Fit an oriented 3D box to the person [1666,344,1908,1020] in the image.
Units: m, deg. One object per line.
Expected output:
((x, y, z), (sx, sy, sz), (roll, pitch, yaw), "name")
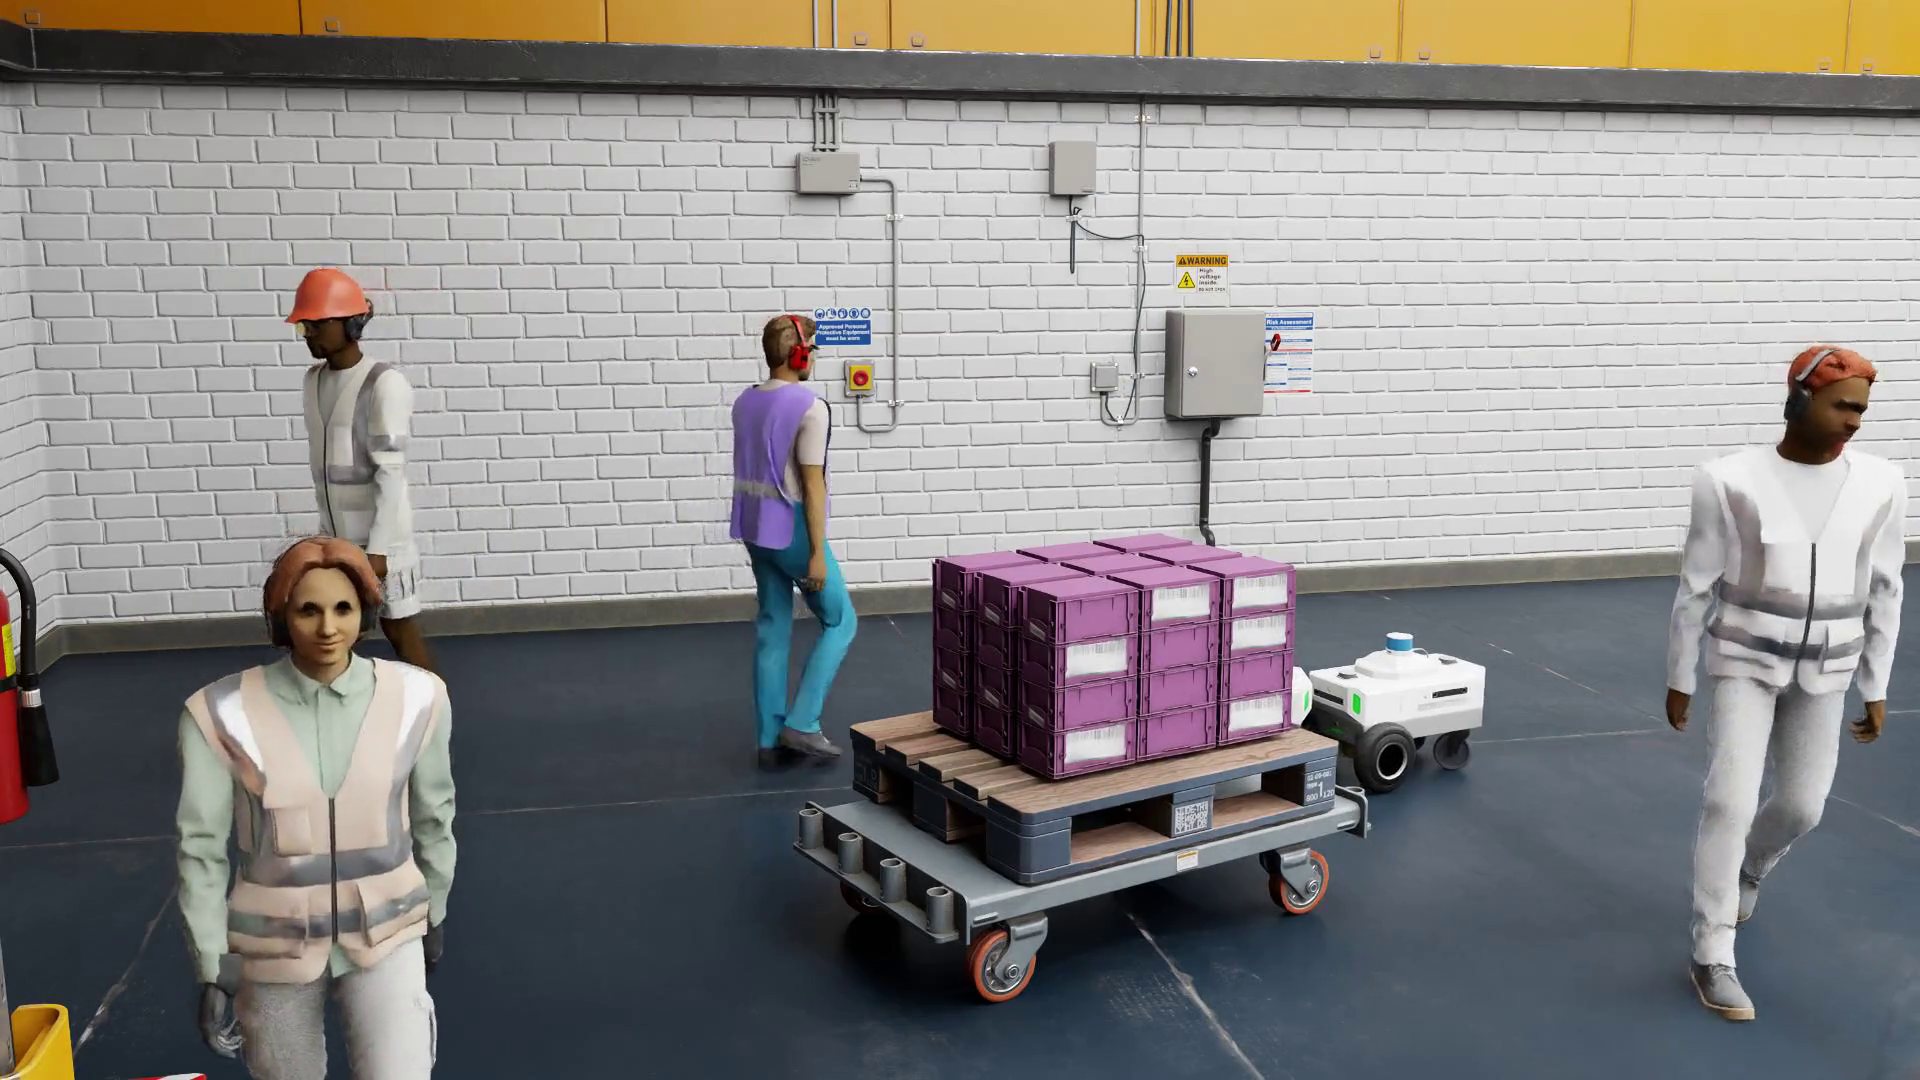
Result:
((2.327, 0.361, 4.773), (0.594, 1.859, 0.771), (1, 10, 7), "person")

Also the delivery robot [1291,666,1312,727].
((1.019, 0.630, 6.598), (0.707, 0.478, 0.477), (0, 10, 2), "delivery robot")

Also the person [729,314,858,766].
((-0.672, 0.013, 6.719), (0.491, 1.828, 0.574), (-9, 14, -42), "person")

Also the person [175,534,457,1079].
((-1.226, 0.766, 3.219), (0.508, 1.598, 0.855), (-5, 11, -26), "person")

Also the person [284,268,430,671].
((-2.392, -0.022, 6.412), (0.616, 2.009, 0.837), (6, 12, 30), "person")

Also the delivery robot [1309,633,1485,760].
((1.757, 0.616, 6.676), (0.707, 0.478, 0.477), (-5, 11, -26), "delivery robot")
